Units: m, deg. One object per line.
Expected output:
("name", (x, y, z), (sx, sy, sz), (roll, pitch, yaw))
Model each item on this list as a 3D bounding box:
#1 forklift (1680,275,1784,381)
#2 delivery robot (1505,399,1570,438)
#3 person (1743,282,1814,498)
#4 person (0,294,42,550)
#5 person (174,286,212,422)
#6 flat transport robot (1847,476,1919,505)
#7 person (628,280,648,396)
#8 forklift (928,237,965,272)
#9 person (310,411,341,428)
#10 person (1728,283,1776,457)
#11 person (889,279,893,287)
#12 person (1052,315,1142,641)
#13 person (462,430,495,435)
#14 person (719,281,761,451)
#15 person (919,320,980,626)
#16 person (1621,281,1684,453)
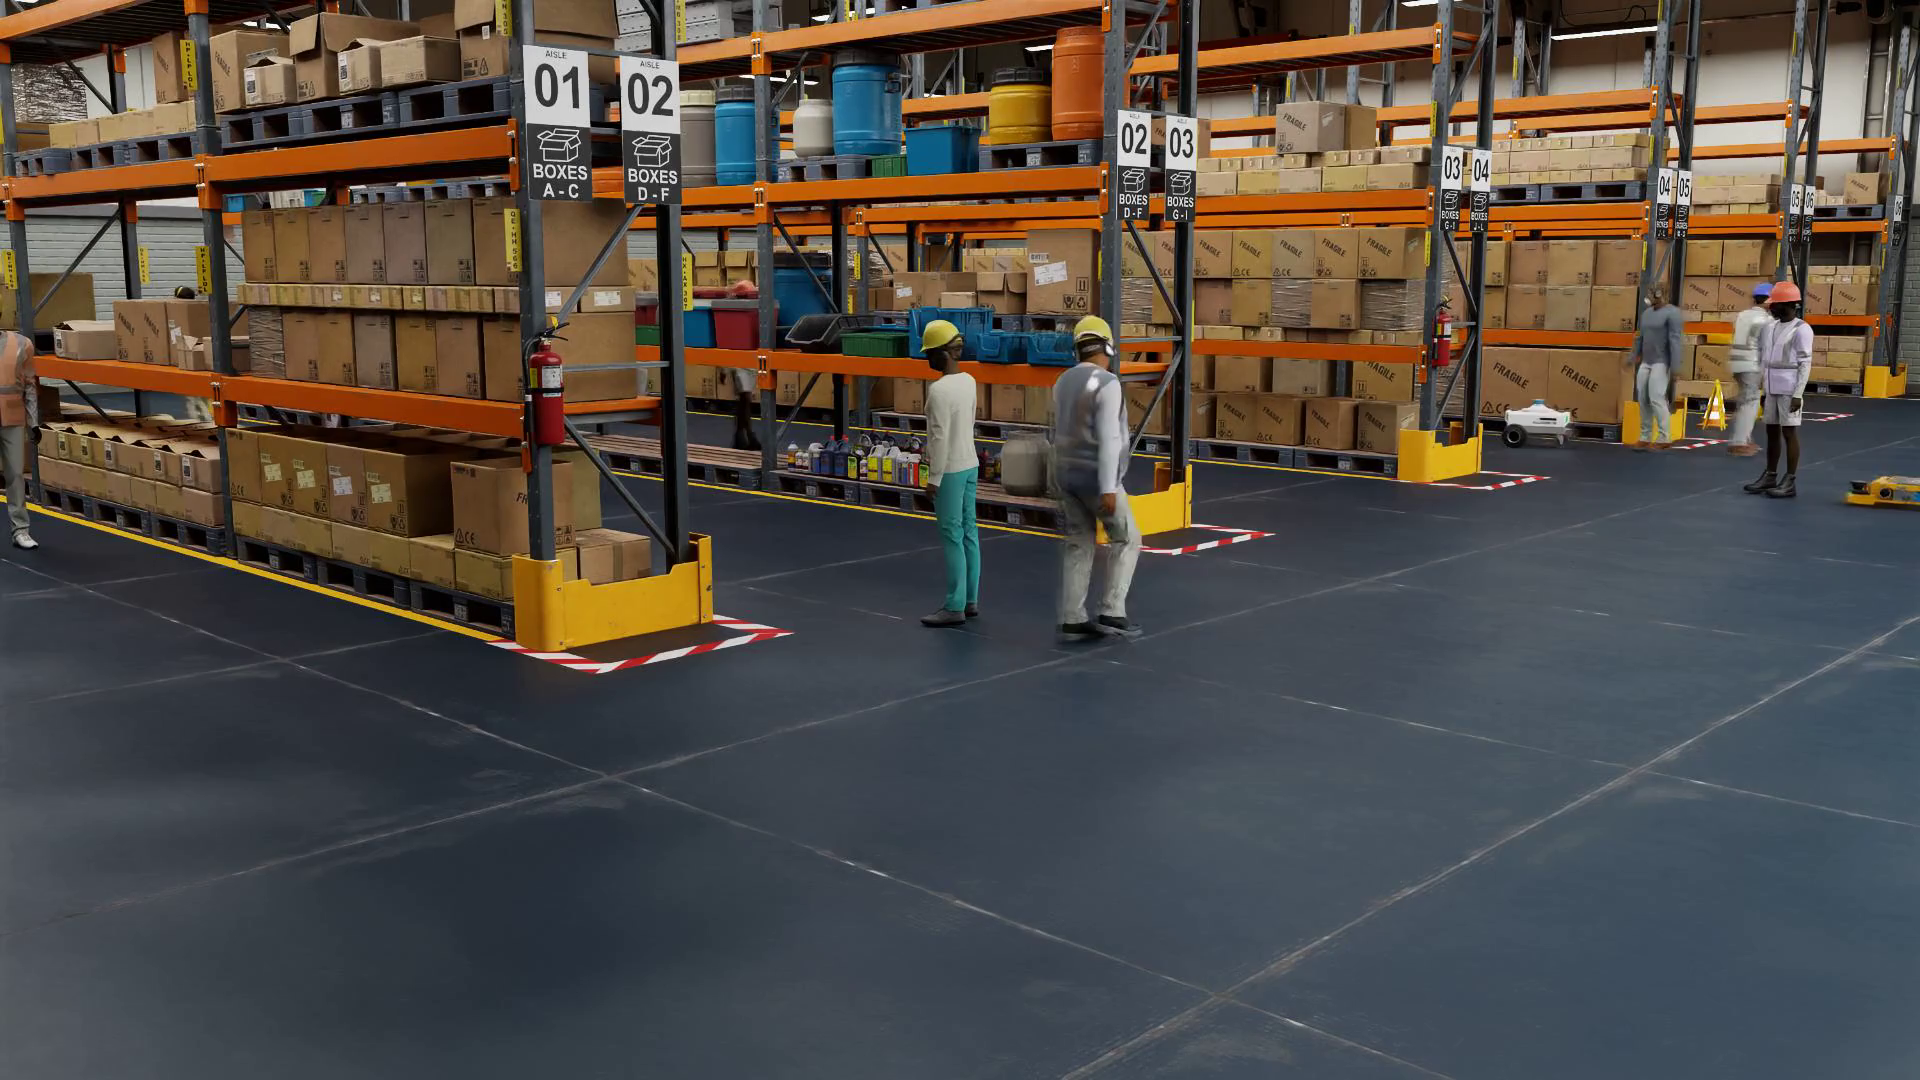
("forklift", (12.480, -3.427, 27.053), (1.214, 2.155, 2.313), (9, 13, 43))
("delivery robot", (6.700, -1.390, 19.289), (0.707, 0.478, 0.477), (4, 10, 22))
("person", (7.431, -1.362, 15.055), (0.376, 1.934, 0.547), (-2, 9, -9))
("person", (-7.000, -0.871, 12.092), (0.589, 1.919, 0.391), (-8, 12, -42))
("person", (-8.602, -1.903, 18.594), (0.395, 1.862, 0.545), (5, 11, 28))
("flat transport robot", (8.509, -0.394, 14.339), (1.431, 0.197, 0.652), (7, 11, 36))
("person", (-4.474, -2.558, 22.493), (0.654, 1.906, 0.651), (6, 11, 33))
("forklift", (-0.326, -5.817, 39.609), (1.129, 2.768, 1.873), (9, 13, 43))
("person", (-5.463, -1.249, 14.632), (0.442, 1.845, 0.553), (3, 10, 19))
("person", (8.724, -1.882, 18.384), (0.619, 1.889, 0.642), (-2, 9, -11))
("person", (-0.970, -3.116, 25.934), (0.799, 1.884, 0.613), (9, 13, 43))
("person", (0.794, -0.334, 9.188), (0.576, 1.790, 0.628), (-5, 10, -26))
("person", (-4.285, -1.134, 14.651), (0.611, 1.623, 0.519), (7, 12, 38))
("person", (-2.332, -1.935, 18.642), (0.814, 1.907, 0.580), (8, 12, 40))
("person", (-0.070, -0.388, 9.630), (0.335, 1.760, 0.523), (4, 10, 23))
("person", (7.779, -1.948, 18.724), (0.516, 1.909, 0.662), (-2, 9, -11))
